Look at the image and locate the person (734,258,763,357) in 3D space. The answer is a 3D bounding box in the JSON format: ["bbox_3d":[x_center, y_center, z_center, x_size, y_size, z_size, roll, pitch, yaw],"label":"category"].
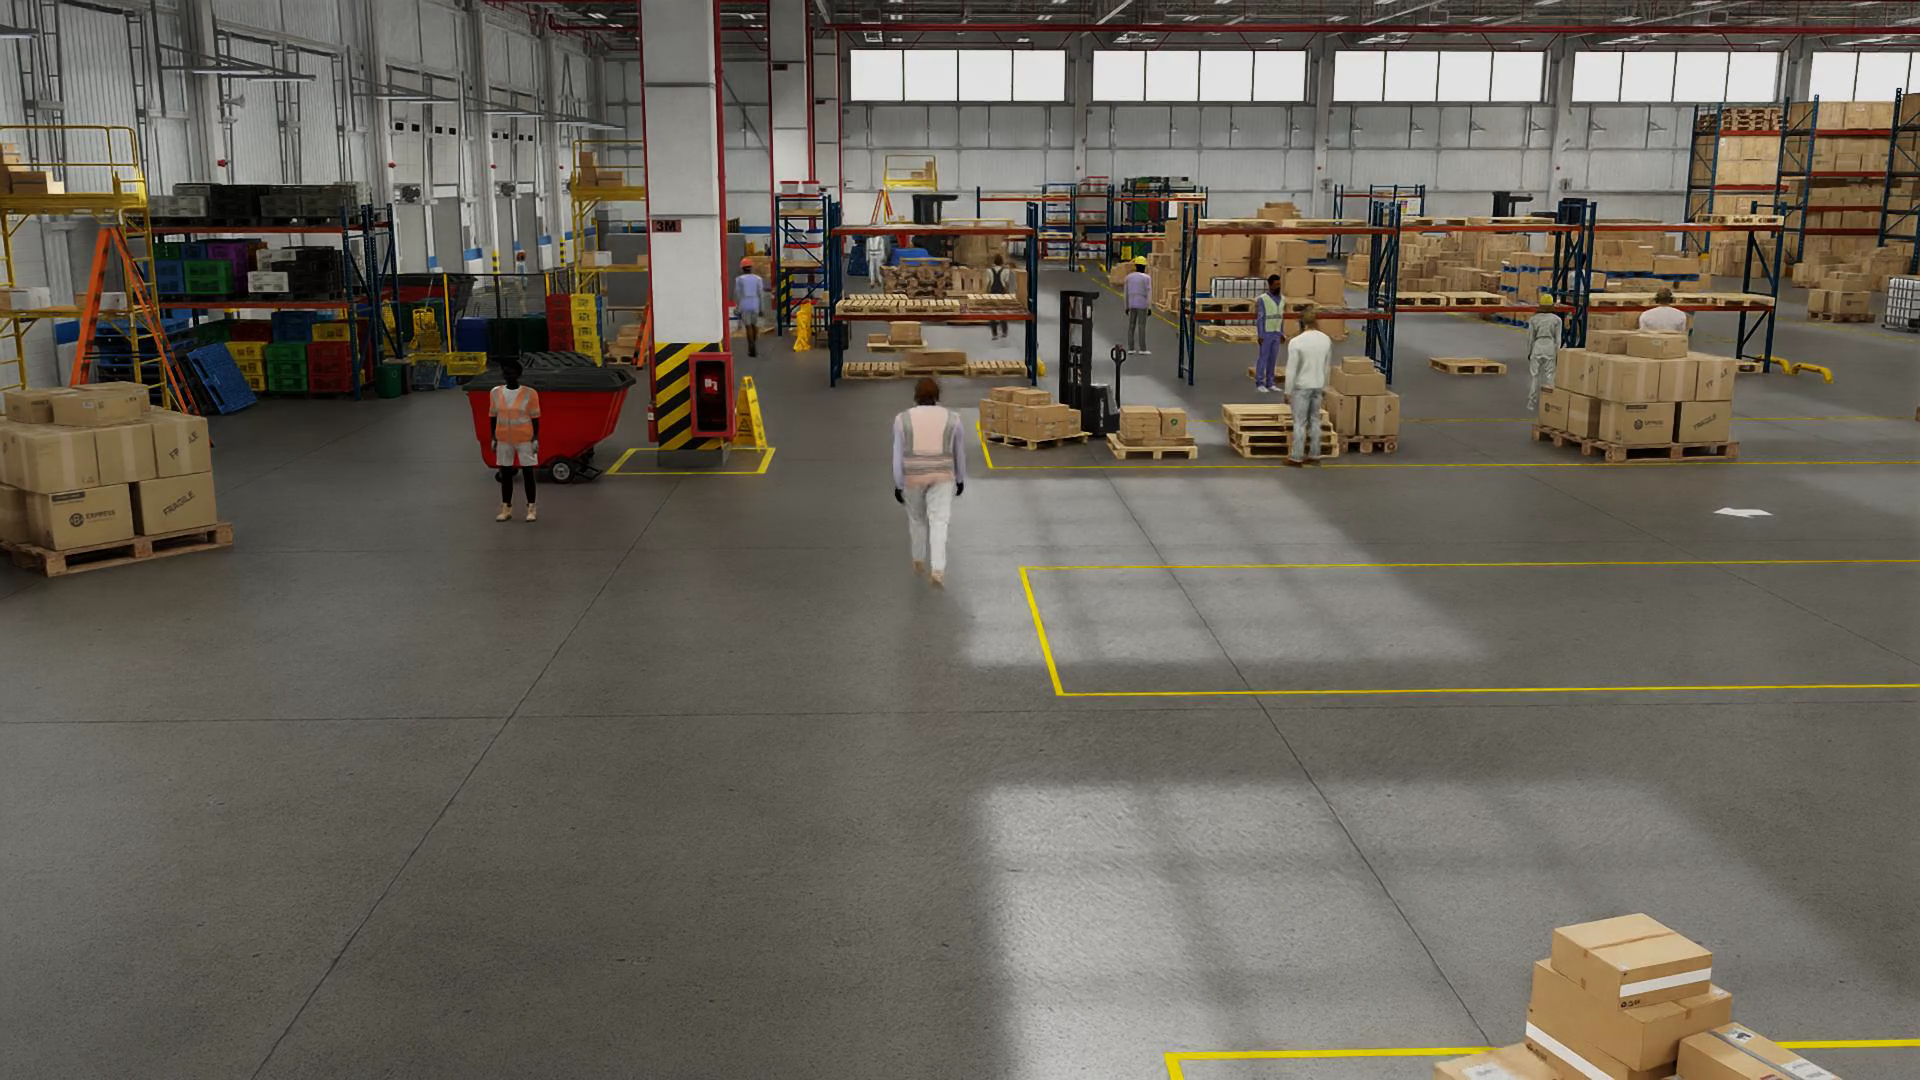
[{"bbox_3d":[-4.160,-4.547,32.470,0.544,1.899,0.875,-6,14,-25],"label":"person"}]

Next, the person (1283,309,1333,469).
[{"bbox_3d":[4.207,-1.826,20.144,0.626,1.933,0.370,-7,14,-28],"label":"person"}]

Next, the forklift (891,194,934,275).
[{"bbox_3d":[-1.213,-9.812,54.021,1.873,2.768,1.129,-7,14,-30],"label":"forklift"}]

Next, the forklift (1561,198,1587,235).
[{"bbox_3d":[17.204,-8.212,46.797,1.873,2.768,1.129,0,12,-2],"label":"forklift"}]

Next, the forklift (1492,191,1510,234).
[{"bbox_3d":[20.377,-11.777,62.892,1.873,2.768,1.129,0,12,-2],"label":"forklift"}]

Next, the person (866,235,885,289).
[{"bbox_3d":[-2.626,-8.686,51.216,0.606,1.877,0.458,5,13,20],"label":"person"}]

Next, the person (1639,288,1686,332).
[{"bbox_3d":[9.933,-2.599,23.612,0.627,1.936,0.374,3,13,12],"label":"person"}]

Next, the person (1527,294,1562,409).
[{"bbox_3d":[8.812,-2.835,25.105,0.487,1.746,0.289,5,13,21],"label":"person"}]

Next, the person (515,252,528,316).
[{"bbox_3d":[-10.744,-6.241,40.748,0.313,1.633,0.522,-5,14,-23],"label":"person"}]

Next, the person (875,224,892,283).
[{"bbox_3d":[-2.501,-9.286,53.879,0.650,1.897,0.511,10,16,37],"label":"person"}]

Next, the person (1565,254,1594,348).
[{"bbox_3d":[12.304,-4.728,33.148,0.607,1.966,0.367,-6,14,-27],"label":"person"}]

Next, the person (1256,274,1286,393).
[{"bbox_3d":[5.051,-3.359,27.077,0.590,1.918,0.386,-9,16,-36],"label":"person"}]

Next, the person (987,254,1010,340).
[{"bbox_3d":[0.840,-5.227,35.771,0.525,1.796,0.983,3,13,15],"label":"person"}]

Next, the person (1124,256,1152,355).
[{"bbox_3d":[3.507,-4.599,32.675,0.584,1.919,0.382,9,15,35],"label":"person"}]

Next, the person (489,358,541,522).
[{"bbox_3d":[-4.552,-1.020,17.021,0.531,1.698,0.320,1,13,3],"label":"person"}]

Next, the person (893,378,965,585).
[{"bbox_3d":[-0.271,-0.526,14.589,0.637,1.799,0.974,-1,13,-4],"label":"person"}]

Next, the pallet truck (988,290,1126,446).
[{"bbox_3d":[1.257,-2.299,22.111,1.885,1.965,0.823,-9,15,-35],"label":"pallet truck"}]

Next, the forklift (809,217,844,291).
[{"bbox_3d":[-4.375,-8.619,48.637,1.873,2.768,1.129,0,12,-2],"label":"forklift"}]
